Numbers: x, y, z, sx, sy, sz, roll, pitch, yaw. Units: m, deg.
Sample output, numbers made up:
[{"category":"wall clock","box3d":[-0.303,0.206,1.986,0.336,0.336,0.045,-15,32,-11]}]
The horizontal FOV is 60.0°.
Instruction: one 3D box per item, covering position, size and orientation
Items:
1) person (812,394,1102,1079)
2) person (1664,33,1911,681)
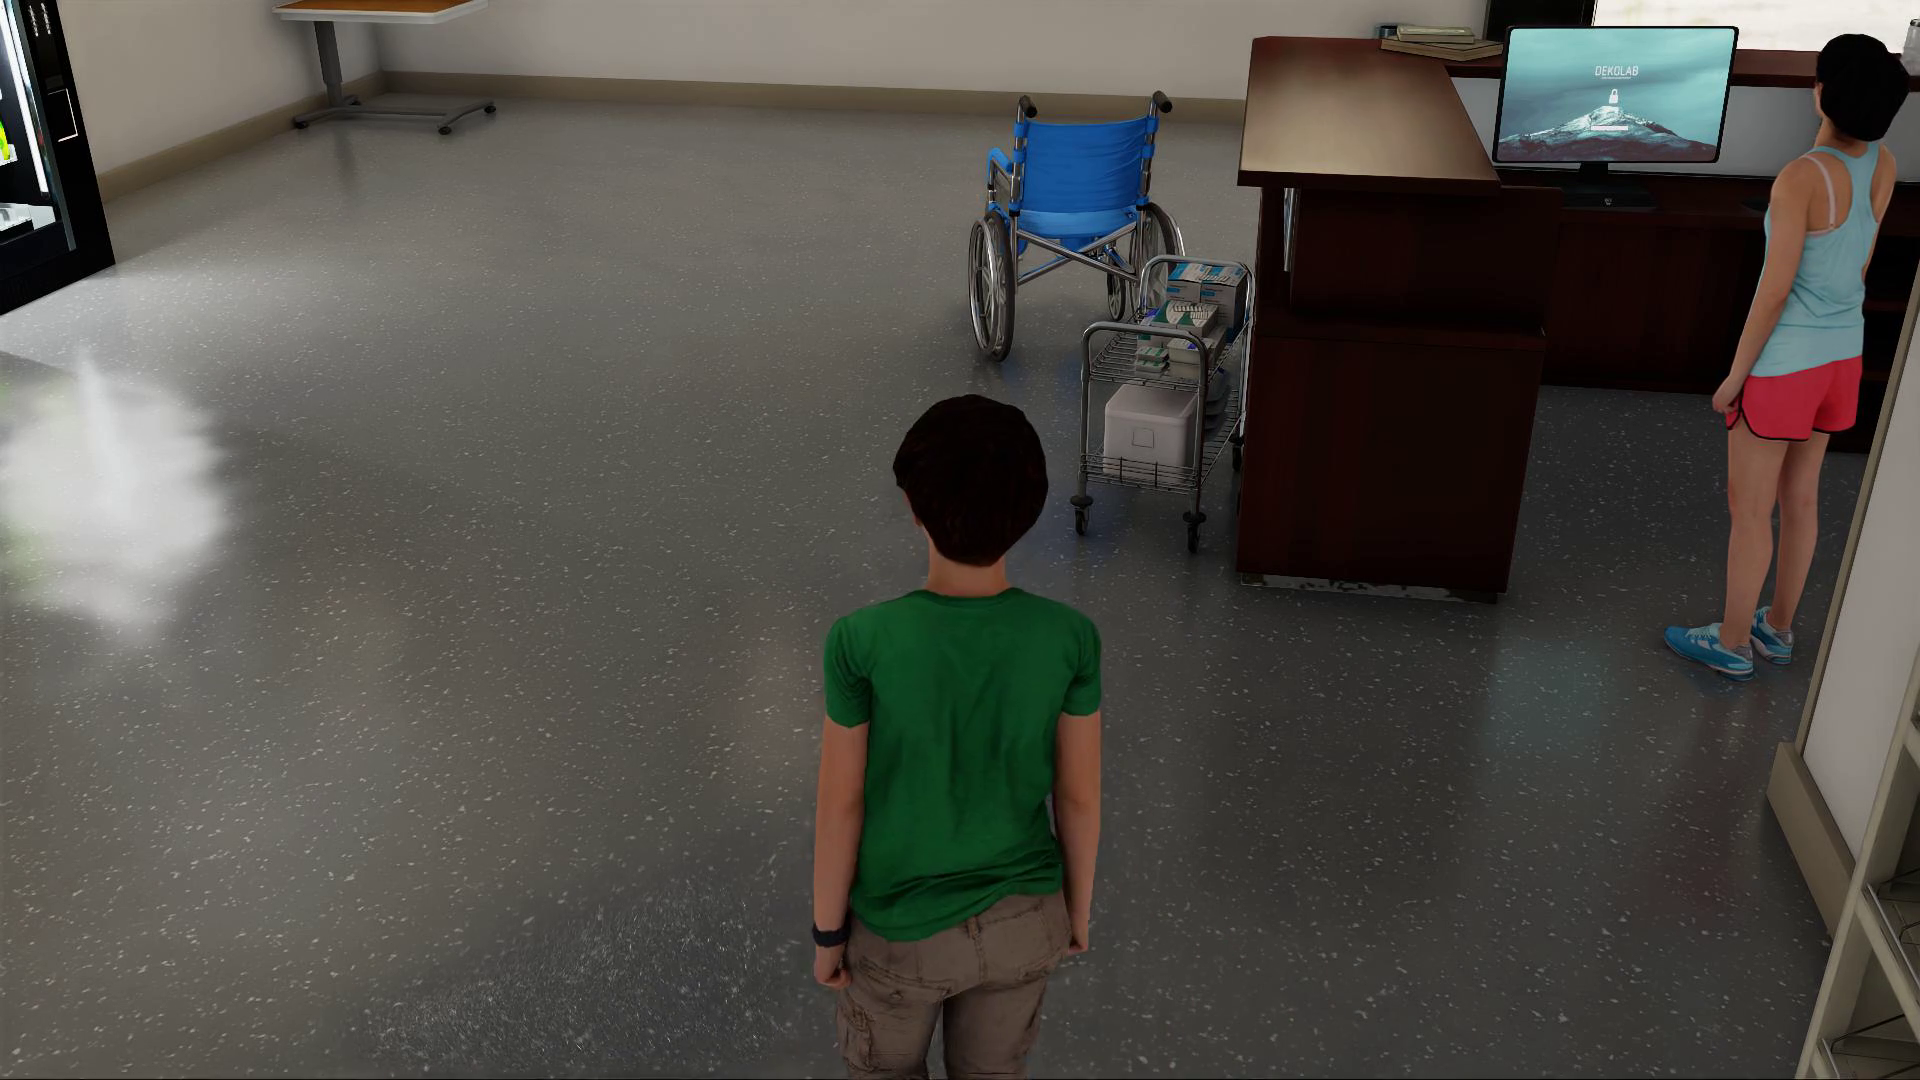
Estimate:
[{"category":"person","box3d":[0.009,0.605,2.438,0.763,1.637,0.915,-5,26,-10]},{"category":"person","box3d":[2.254,-0.463,4.506,0.676,1.763,0.705,-12,28,-23]}]
